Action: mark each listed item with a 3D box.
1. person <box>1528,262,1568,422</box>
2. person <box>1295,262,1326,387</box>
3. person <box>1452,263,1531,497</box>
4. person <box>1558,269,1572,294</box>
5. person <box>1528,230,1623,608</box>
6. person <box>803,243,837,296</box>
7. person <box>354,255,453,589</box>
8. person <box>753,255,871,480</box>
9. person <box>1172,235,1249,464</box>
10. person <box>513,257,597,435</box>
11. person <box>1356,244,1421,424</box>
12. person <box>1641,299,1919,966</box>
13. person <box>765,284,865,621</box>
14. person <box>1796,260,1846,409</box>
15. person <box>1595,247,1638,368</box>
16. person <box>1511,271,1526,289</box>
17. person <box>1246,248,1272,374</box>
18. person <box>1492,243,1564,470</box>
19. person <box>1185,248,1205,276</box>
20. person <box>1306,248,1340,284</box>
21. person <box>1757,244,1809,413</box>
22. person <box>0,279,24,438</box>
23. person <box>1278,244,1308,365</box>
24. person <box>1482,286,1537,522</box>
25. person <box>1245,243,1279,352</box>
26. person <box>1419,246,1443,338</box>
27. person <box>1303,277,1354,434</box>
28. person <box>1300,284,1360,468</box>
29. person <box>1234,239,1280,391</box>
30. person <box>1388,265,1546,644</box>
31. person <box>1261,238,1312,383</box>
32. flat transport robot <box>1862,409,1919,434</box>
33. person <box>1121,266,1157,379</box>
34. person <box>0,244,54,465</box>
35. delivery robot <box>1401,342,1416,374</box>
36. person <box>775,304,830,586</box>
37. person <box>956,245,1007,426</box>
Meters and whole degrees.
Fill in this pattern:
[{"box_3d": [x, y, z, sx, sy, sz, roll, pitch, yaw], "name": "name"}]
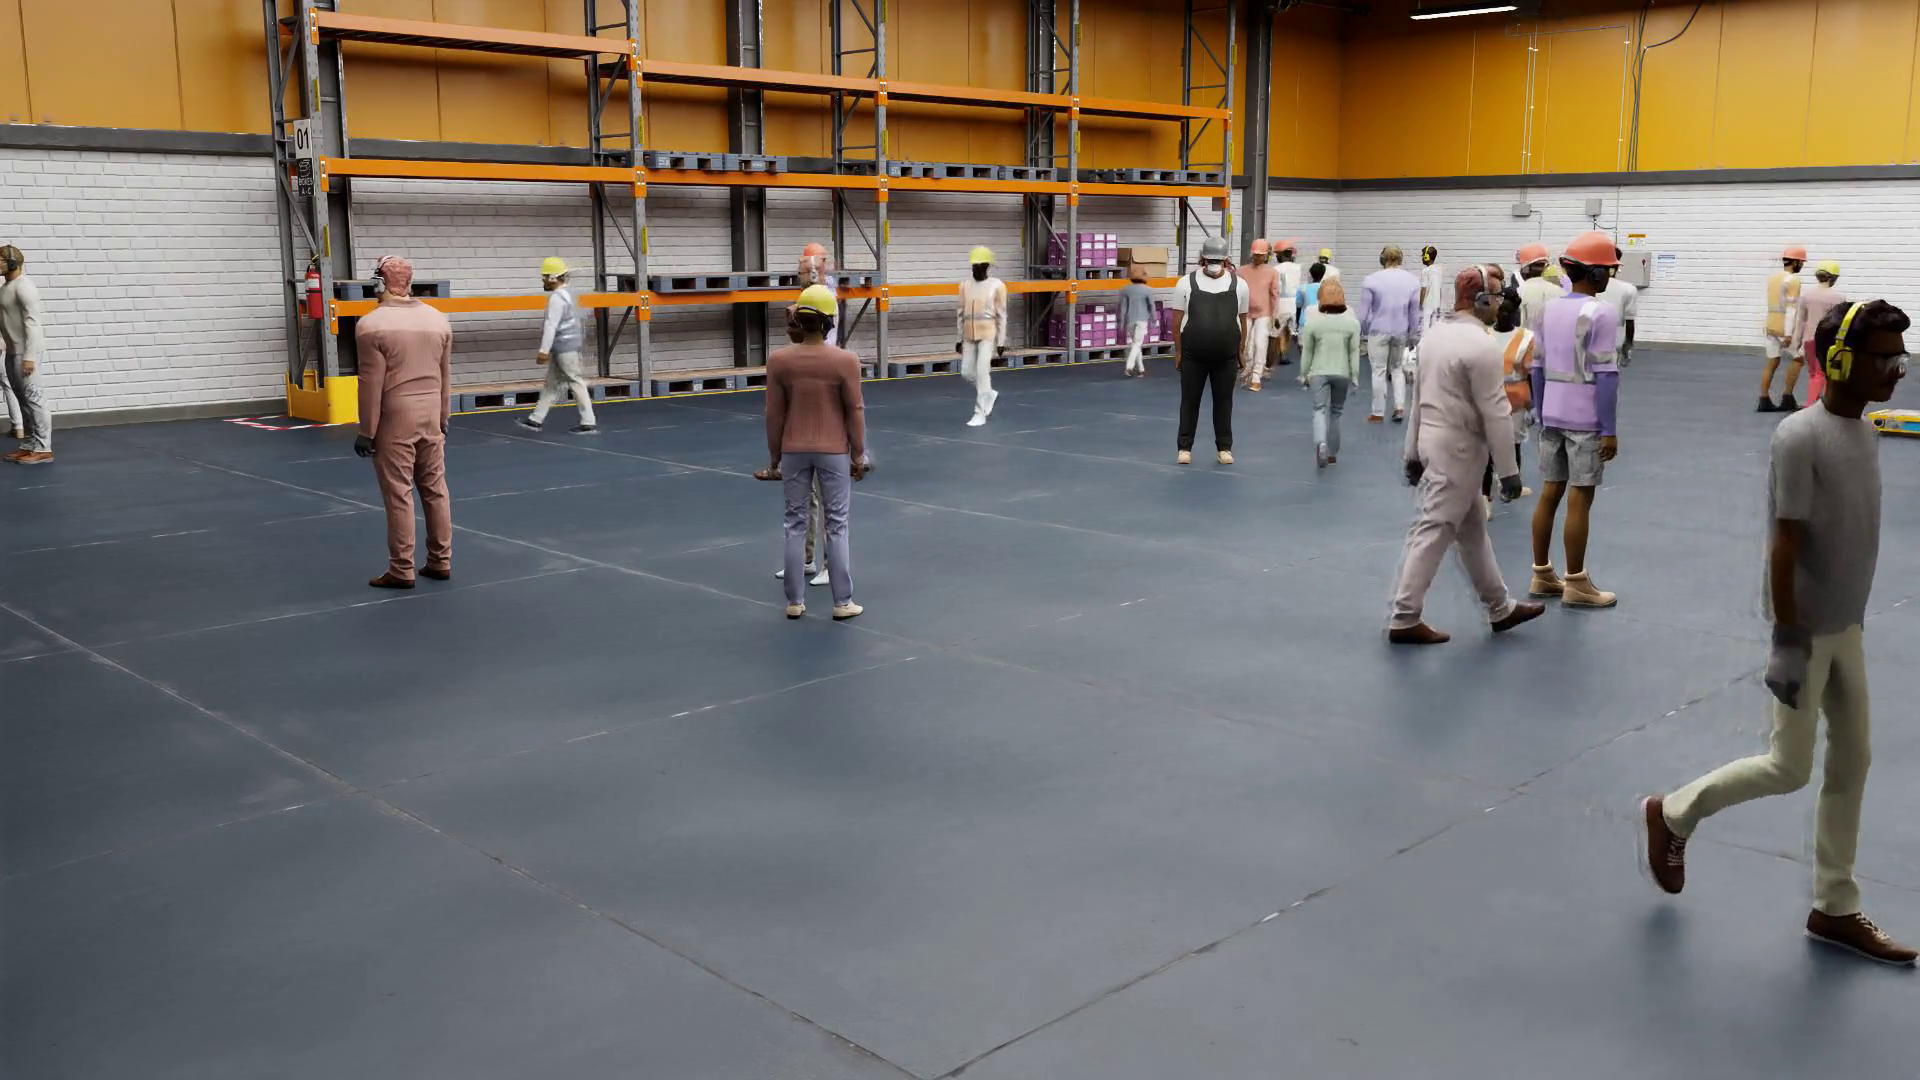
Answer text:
[{"box_3d": [6.338, -2.124, 17.949, 0.504, 1.727, 0.530, 0, 10, 1], "name": "person"}, {"box_3d": [4.750, -2.884, 22.297, 0.534, 1.667, 0.780, 2, 11, 11], "name": "person"}, {"box_3d": [4.071, -1.236, 12.902, 0.545, 1.817, 0.638, -6, 12, -32], "name": "person"}, {"box_3d": [7.033, -2.401, 19.200, 0.546, 1.826, 0.607, -1, 10, -5], "name": "person"}, {"box_3d": [3.384, -0.655, 9.104, 0.383, 2.045, 0.605, -3, 11, -18], "name": "person"}, {"box_3d": [-1.556, -2.249, 18.088, 0.376, 1.935, 0.550, 4, 11, 22], "name": "person"}, {"box_3d": [-3.221, -0.675, 9.586, 0.406, 1.911, 0.639, 6, 12, 31], "name": "person"}, {"box_3d": [-1.204, -1.419, 13.788, 0.959, 1.864, 0.647, 0, 10, 2], "name": "person"}, {"box_3d": [2.221, -1.681, 14.712, 0.673, 2.000, 0.535, 0, 10, 2], "name": "person"}, {"box_3d": [-4.137, -1.953, 16.855, 0.906, 1.784, 0.613, -1, 10, -6], "name": "person"}, {"box_3d": [4.557, -2.189, 17.779, 0.655, 1.932, 0.431, -2, 11, -9], "name": "person"}, {"box_3d": [2.397, 0.241, 4.747, 0.535, 1.850, 0.719, -7, 13, -34], "name": "person"}, {"box_3d": [-0.754, -0.455, 8.777, 0.533, 1.766, 0.326, 2, 11, 10], "name": "person"}, {"box_3d": [9.351, -2.145, 18.030, 0.477, 1.756, 0.552, -6, 12, -30], "name": "person"}, {"box_3d": [6.480, -1.996, 16.764, 0.606, 1.929, 0.973, 2, 11, 11], "name": "person"}, {"box_3d": [7.590, -2.960, 22.161, 0.595, 1.875, 1.005, 1, 10, 5], "name": "person"}, {"box_3d": [4.394, -3.348, 24.289, 0.518, 1.865, 0.326, 2, 11, 11], "name": "person"}, {"box_3d": [4.915, -1.581, 14.419, 0.634, 1.941, 1.029, -4, 11, -20], "name": "person"}, {"box_3d": [3.527, -3.275, 23.902, 0.643, 1.861, 0.964, -1, 10, -3], "name": "person"}, {"box_3d": [6.141, -4.052, 28.264, 0.615, 1.807, 0.424, 3, 11, 15], "name": "person"}, {"box_3d": [9.448, -2.399, 18.965, 0.614, 1.910, 0.556, -1, 10, -5], "name": "person"}, {"box_3d": [-9.591, -1.898, 16.440, 0.430, 1.844, 0.624, 6, 12, 30], "name": "person"}, {"box_3d": [5.125, -3.642, 25.831, 0.598, 1.882, 0.983, 0, 10, -1], "name": "person"}, {"box_3d": [3.897, -0.988, 11.957, 0.532, 1.674, 0.728, 5, 11, 24], "name": "person"}, {"box_3d": [4.871, -3.823, 26.815, 0.644, 1.885, 1.014, 6, 12, 28], "name": "person"}, {"box_3d": [7.019, -3.458, 24.910, 0.509, 1.857, 0.315, -9, 14, -42], "name": "person"}, {"box_3d": [3.699, -1.837, 16.728, 0.502, 1.612, 0.663, 2, 11, 11], "name": "person"}, {"box_3d": [3.222, -1.420, 14.490, 0.502, 1.606, 0.706, 2, 11, 9], "name": "person"}, {"box_3d": [3.863, -2.939, 21.793, 0.658, 1.966, 0.510, 4, 11, 20], "name": "person"}, {"box_3d": [2.575, -0.405, 8.207, 0.941, 1.865, 0.669, -1, 10, -5], "name": "person"}, {"box_3d": [4.520, -3.165, 22.979, 0.608, 1.992, 1.073, -5, 12, -28], "name": "person"}, {"box_3d": [9.794, -1.162, 16.709, 0.652, 0.197, 1.431, -10, 14, -44], "name": "flat transport robot"}, {"box_3d": [2.514, -3.089, 23.607, 0.513, 1.595, 0.843, 6, 12, 31], "name": "person"}, {"box_3d": [-8.338, -1.642, 14.775, 0.371, 1.940, 0.627, -10, 14, -43], "name": "person"}, {"box_3d": [6.202, -2.478, 22.853, 0.477, 0.478, 0.707, 0, 10, 0], "name": "delivery robot"}, {"box_3d": [-0.865, -0.554, 9.670, 0.314, 1.636, 0.516, -9, 14, -41], "name": "person"}, {"box_3d": [0.246, -2.185, 17.797, 0.600, 1.914, 0.614, 7, 13, 35], "name": "person"}]
